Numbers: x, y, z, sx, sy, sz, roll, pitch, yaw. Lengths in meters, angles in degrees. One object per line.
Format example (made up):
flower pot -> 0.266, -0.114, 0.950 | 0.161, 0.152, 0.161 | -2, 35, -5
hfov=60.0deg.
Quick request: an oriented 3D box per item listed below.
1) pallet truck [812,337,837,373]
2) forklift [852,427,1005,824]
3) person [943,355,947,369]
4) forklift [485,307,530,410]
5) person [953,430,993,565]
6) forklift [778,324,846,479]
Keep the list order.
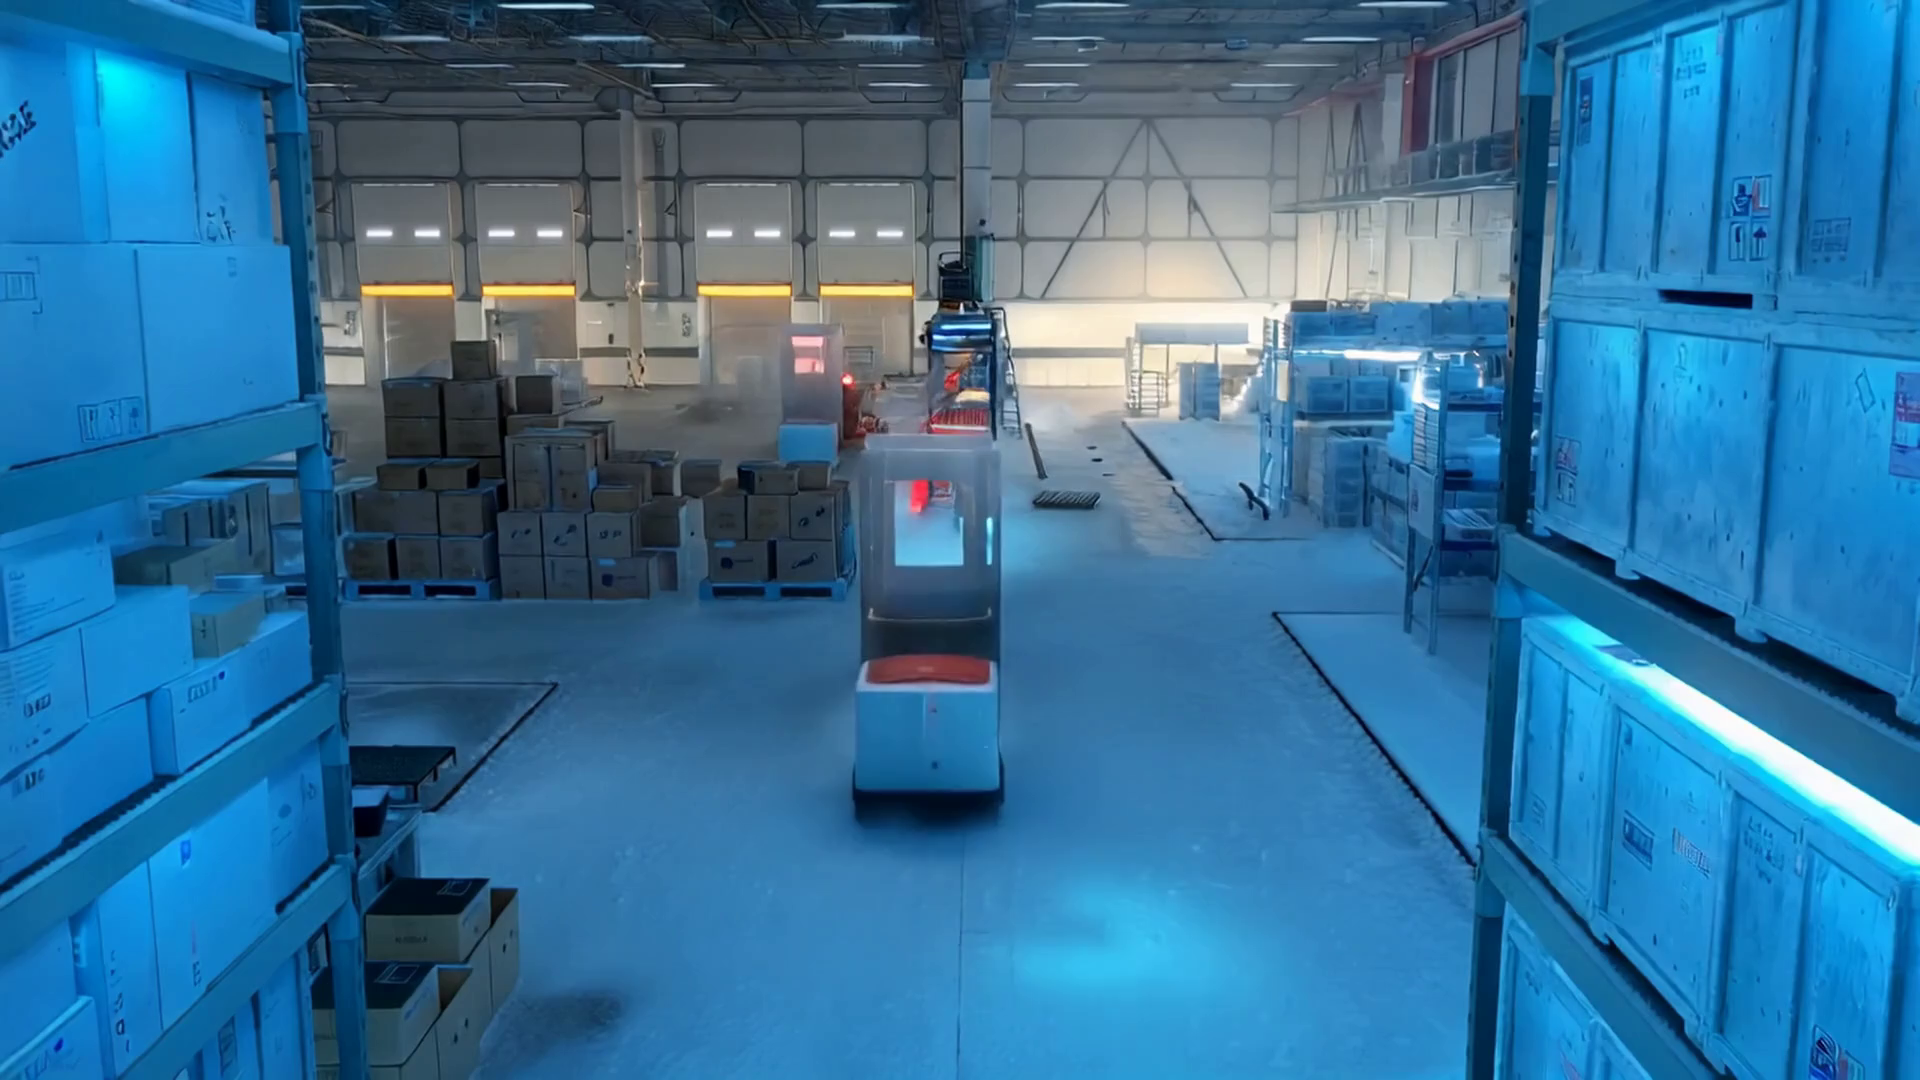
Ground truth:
pallet truck -> -3.021, -4.312, 43.126 | 1.885, 1.965, 0.823 | 3, 10, 17
forklift -> -0.229, 0.544, 12.566 | 1.129, 2.768, 1.873 | 0, 10, 1
person -> -0.379, -3.672, 40.391 | 0.799, 1.659, 0.552 | -3, 10, -18
forklift -> -10.754, -4.150, 39.646 | 1.129, 2.768, 1.873 | 0, 10, 1
person -> 0.185, -0.343, 20.232 | 0.612, 1.995, 0.376 | -5, 11, -29
forklift -> -2.724, -2.533, 30.315 | 1.129, 2.768, 1.873 | 0, 10, 1
